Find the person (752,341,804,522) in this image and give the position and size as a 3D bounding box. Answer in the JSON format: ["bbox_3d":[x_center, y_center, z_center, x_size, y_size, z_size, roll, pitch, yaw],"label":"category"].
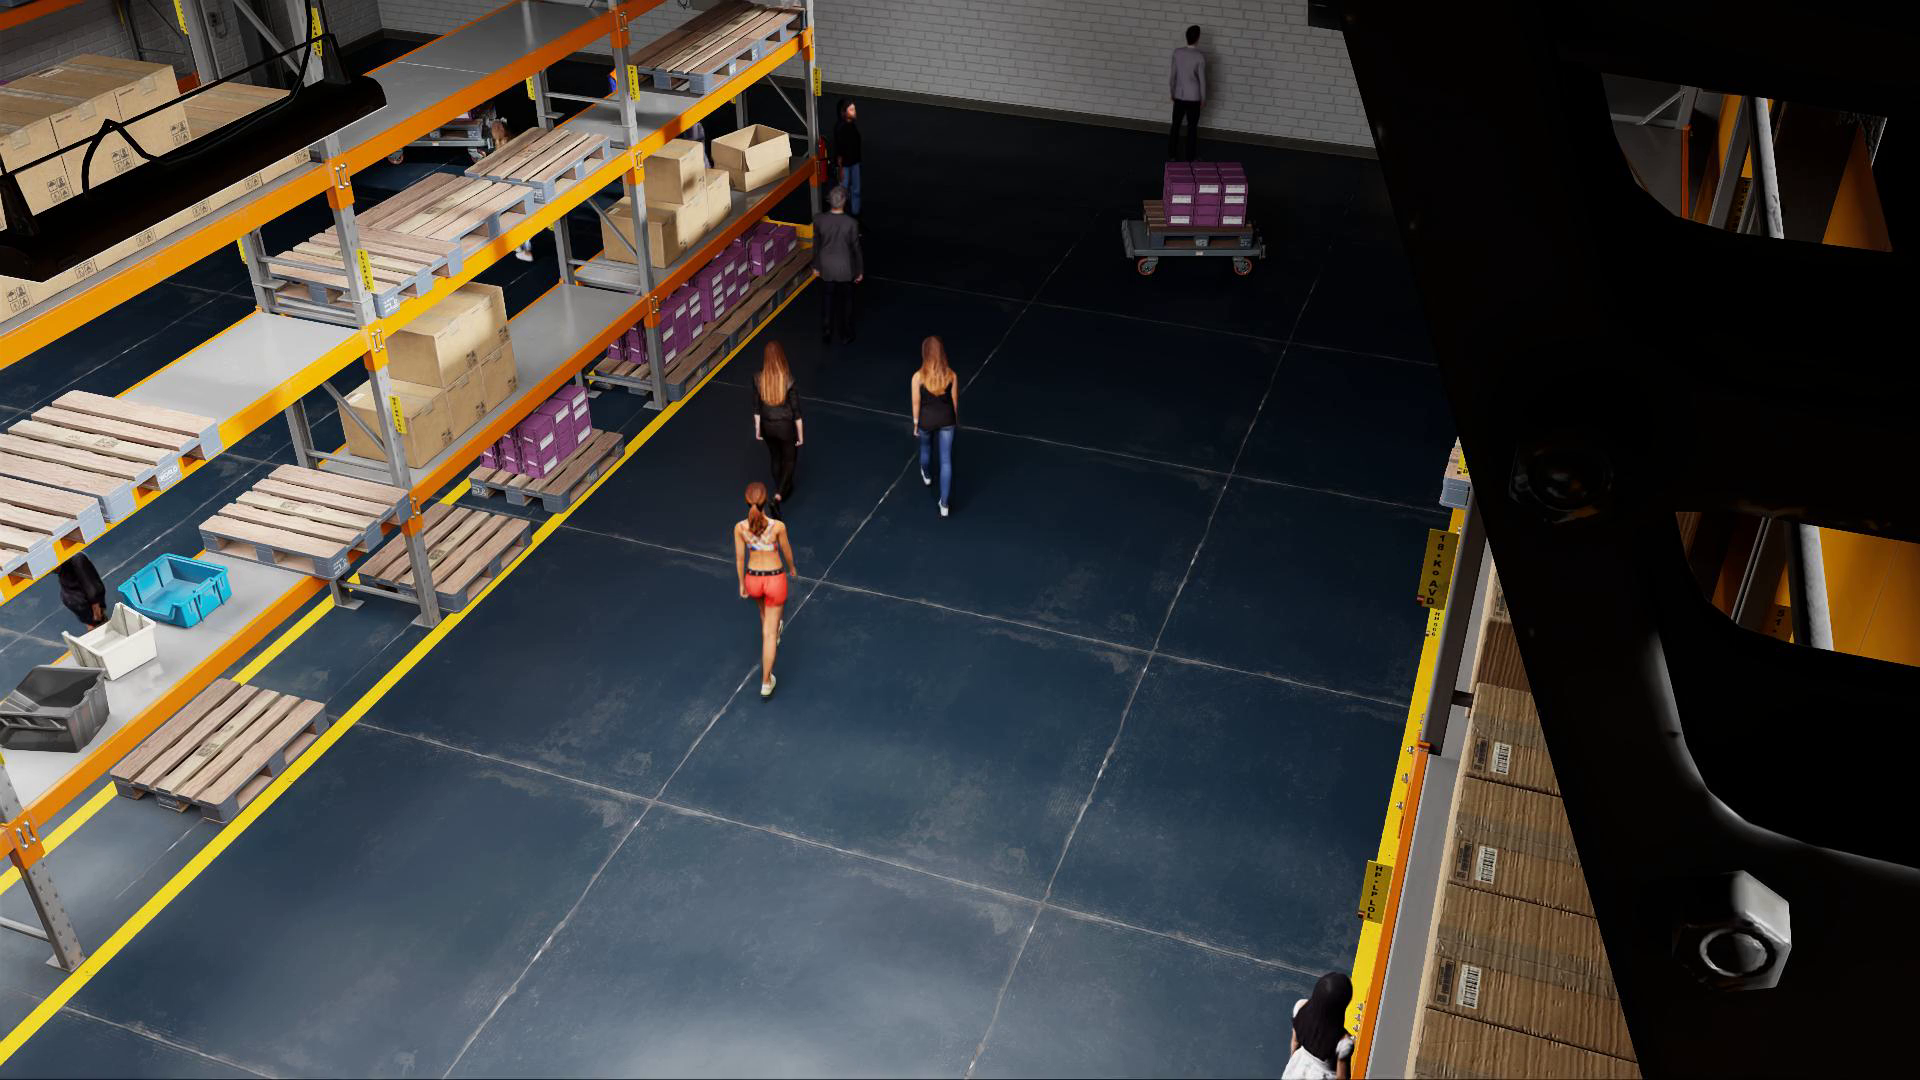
[{"bbox_3d":[-1.672,-0.964,15.043,0.666,1.694,1.001,7,34,11],"label":"person"}]

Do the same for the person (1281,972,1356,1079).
[{"bbox_3d":[1.917,2.998,9.014,0.811,1.769,0.782,-23,40,-30],"label":"person"}]

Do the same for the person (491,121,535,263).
[{"bbox_3d":[-5.277,-4.110,19.765,0.772,1.705,0.715,19,38,26],"label":"person"}]

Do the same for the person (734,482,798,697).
[{"bbox_3d":[-1.513,0.408,12.933,0.733,1.744,1.175,4,34,6],"label":"person"}]

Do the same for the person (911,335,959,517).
[{"bbox_3d":[-0.201,-1.009,15.125,0.886,1.676,1.152,-3,34,-5],"label":"person"}]

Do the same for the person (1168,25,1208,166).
[{"bbox_3d":[3.074,-6.022,22.514,0.736,1.848,0.656,22,39,29],"label":"person"}]

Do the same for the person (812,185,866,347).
[{"bbox_3d":[-1.329,-2.886,17.819,0.794,1.822,0.866,7,34,10],"label":"person"}]

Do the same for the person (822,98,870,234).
[{"bbox_3d":[-1.463,-4.613,20.548,0.770,1.678,0.925,20,38,27],"label":"person"}]
